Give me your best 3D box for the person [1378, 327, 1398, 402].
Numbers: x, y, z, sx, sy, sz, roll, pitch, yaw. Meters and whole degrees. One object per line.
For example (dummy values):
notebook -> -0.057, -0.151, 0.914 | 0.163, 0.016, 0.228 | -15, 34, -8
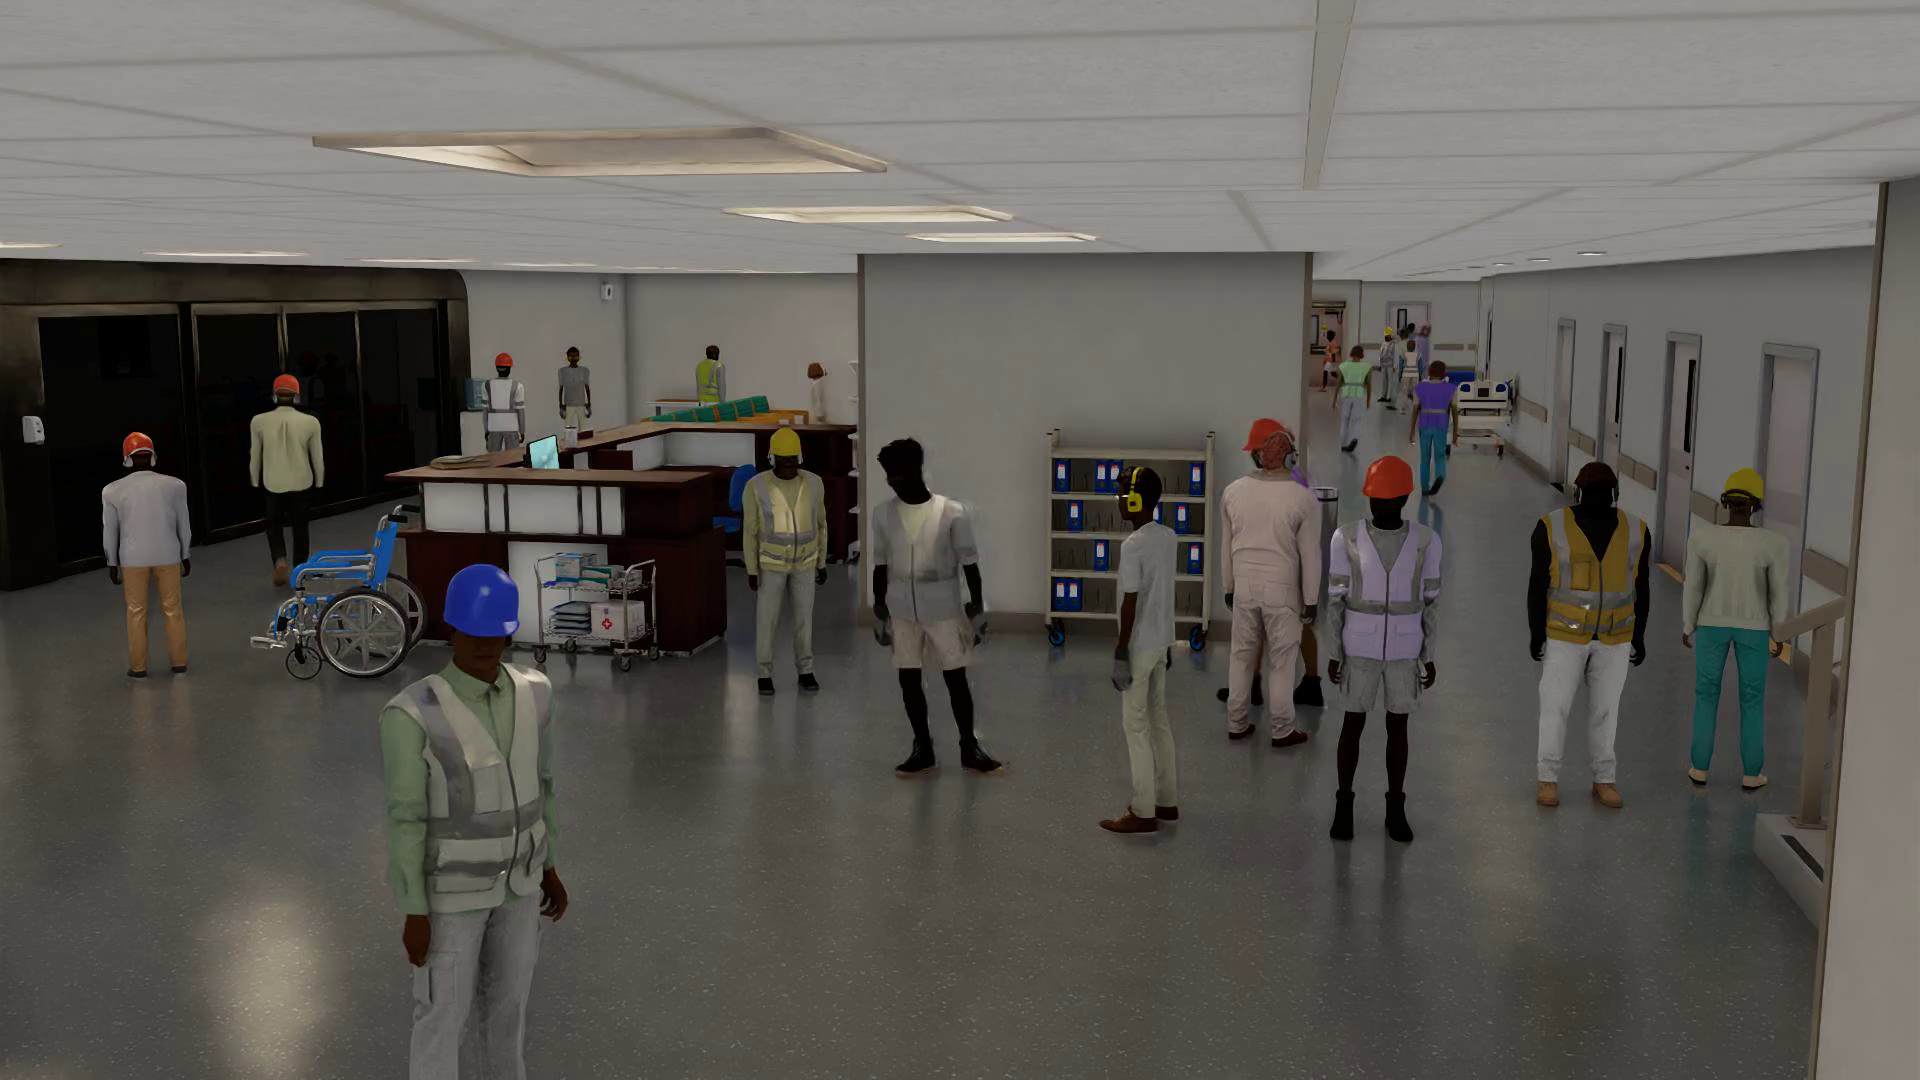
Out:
person -> 10.429, -4.263, 40.501 | 0.403, 1.824, 0.593 | -5, 10, -29

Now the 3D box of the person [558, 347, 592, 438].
person -> -5.997, -2.077, 25.914 | 0.503, 1.853, 0.327 | -4, 9, -22

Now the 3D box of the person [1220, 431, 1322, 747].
person -> 1.880, 0.294, 10.010 | 0.648, 1.900, 0.399 | 6, 11, 36

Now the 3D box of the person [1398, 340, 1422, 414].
person -> 9.873, -3.566, 36.467 | 0.512, 1.641, 0.309 | 1, 9, 6

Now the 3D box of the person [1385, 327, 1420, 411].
person -> 10.091, -3.856, 37.580 | 0.632, 1.899, 1.005 | -4, 9, -25

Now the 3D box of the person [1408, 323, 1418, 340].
person -> 14.090, -5.938, 52.020 | 0.540, 1.695, 0.317 | -4, 10, -26

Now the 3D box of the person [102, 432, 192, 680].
person -> -5.722, 0.110, 11.727 | 0.566, 1.742, 0.360 | -5, 10, -32

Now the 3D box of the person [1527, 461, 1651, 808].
person -> 3.330, 0.501, 8.821 | 0.629, 1.843, 0.429 | 1, 9, 6

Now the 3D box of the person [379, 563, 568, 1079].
person -> -1.431, 1.026, 4.991 | 0.402, 1.944, 0.605 | 6, 10, 34

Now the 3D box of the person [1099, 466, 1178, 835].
person -> 0.928, 0.552, 8.422 | 0.312, 1.860, 0.513 | 6, 10, 33

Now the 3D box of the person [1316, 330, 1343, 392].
person -> 9.985, -4.785, 44.465 | 0.803, 1.669, 0.534 | 1, 9, 7

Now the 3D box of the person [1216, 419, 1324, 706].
person -> 2.034, 0.152, 10.915 | 0.822, 1.893, 0.602 | 3, 9, 22

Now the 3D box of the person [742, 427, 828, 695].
person -> -1.175, 0.144, 11.266 | 0.598, 1.825, 0.411 | -4, 9, -24

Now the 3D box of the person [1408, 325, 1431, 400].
person -> 11.127, -4.256, 40.236 | 0.472, 1.881, 0.683 | 1, 9, 7

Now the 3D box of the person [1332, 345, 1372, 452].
person -> 6.607, -2.374, 28.029 | 0.634, 1.810, 0.731 | 2, 9, 15

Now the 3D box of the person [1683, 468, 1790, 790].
person -> 4.259, 0.486, 9.164 | 0.528, 1.767, 0.329 | 5, 10, 29

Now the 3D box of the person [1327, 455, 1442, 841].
person -> 2.097, 0.540, 8.247 | 0.548, 1.934, 0.375 | 1, 9, 8

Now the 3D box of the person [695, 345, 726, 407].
person -> -4.099, -2.299, 27.474 | 0.643, 1.833, 0.431 | 7, 11, 41

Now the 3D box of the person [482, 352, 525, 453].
person -> -5.890, -1.453, 21.515 | 0.544, 1.933, 0.379 | 0, 9, -2

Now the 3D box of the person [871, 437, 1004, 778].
person -> -0.127, 0.392, 9.271 | 0.772, 1.928, 0.419 | 2, 9, 15

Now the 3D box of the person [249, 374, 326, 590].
person -> -6.098, -0.514, 15.092 | 0.650, 1.977, 0.492 | -3, 9, -20

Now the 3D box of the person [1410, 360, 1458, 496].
person -> 6.224, -1.451, 21.849 | 0.600, 1.818, 0.662 | 3, 9, 17
